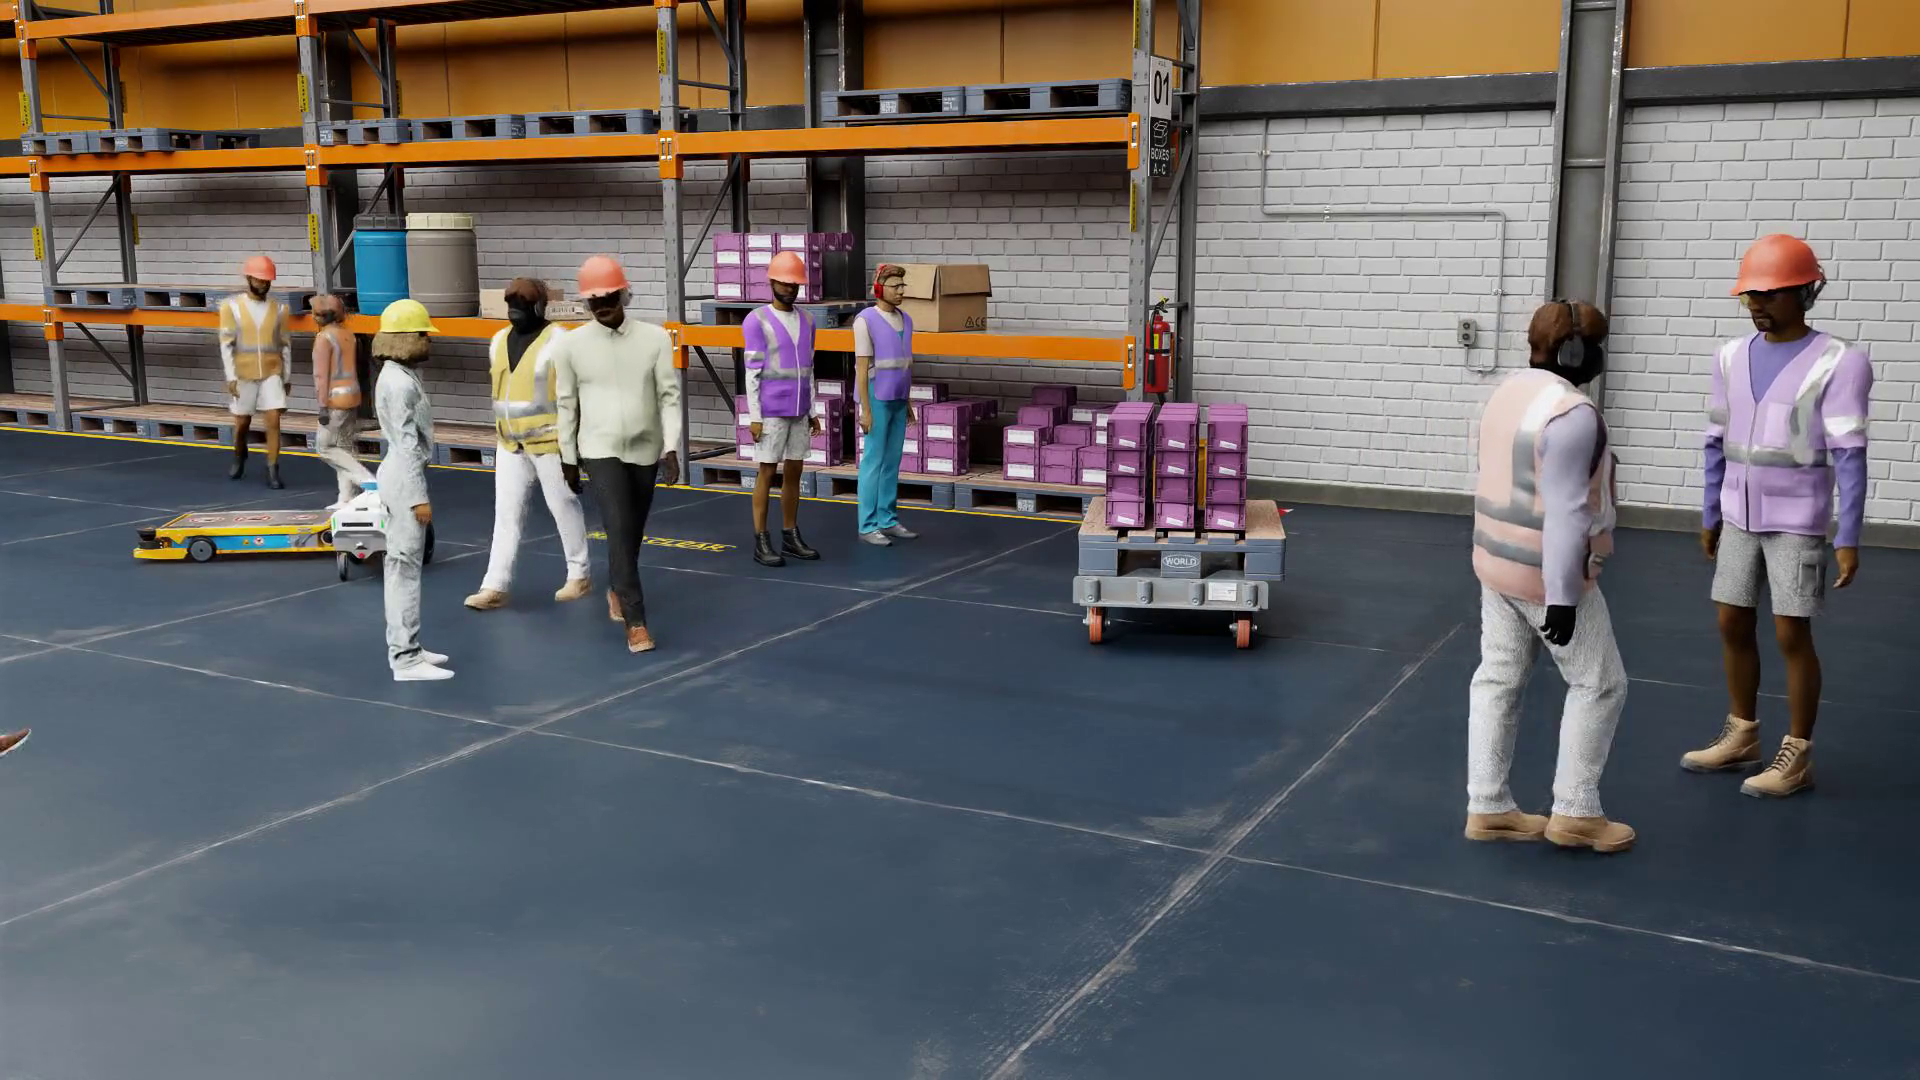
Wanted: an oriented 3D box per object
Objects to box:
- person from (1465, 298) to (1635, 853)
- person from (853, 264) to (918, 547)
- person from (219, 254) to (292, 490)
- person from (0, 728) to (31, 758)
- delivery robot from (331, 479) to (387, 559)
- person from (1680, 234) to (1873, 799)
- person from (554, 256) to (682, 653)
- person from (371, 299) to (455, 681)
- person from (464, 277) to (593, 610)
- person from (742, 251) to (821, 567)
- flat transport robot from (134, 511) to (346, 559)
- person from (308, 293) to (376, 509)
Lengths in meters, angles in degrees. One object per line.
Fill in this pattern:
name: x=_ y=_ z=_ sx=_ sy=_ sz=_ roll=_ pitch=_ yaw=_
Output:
person: x=2.010 y=0.125 z=5.474 sx=0.660 sy=1.821 sz=0.661 roll=-1 pitch=10 yaw=-6
person: x=-0.509 y=-0.893 z=11.006 sx=0.373 sy=1.843 sz=0.572 roll=6 pitch=12 yaw=30
person: x=-5.717 y=-1.371 z=13.502 sx=0.555 sy=1.897 sz=0.802 roll=-7 pitch=12 yaw=-32
person: x=-3.934 y=0.044 z=5.902 sx=0.964 sy=1.824 sz=0.559 roll=-3 pitch=11 yaw=-17
delivery robot: x=-3.533 y=-0.123 z=10.067 sx=0.477 sy=0.478 sz=0.707 roll=0 pitch=10 yaw=-2
person: x=2.942 y=-0.070 z=5.989 sx=0.413 sy=2.031 sz=0.711 roll=-5 pitch=11 yaw=-26
person: x=-1.740 y=-0.469 z=8.444 sx=0.601 sy=1.939 sz=1.034 roll=-4 pitch=11 yaw=-23
person: x=-2.523 y=-0.232 z=7.662 sx=0.312 sy=1.742 sz=0.492 roll=-4 pitch=11 yaw=-20
person: x=-2.357 y=-0.524 z=9.115 sx=0.643 sy=1.827 sz=0.693 roll=5 pitch=12 yaw=26
person: x=-1.074 y=-0.808 z=10.290 sx=0.374 sy=1.934 sz=0.548 roll=10 pitch=14 yaw=43
flat transport robot: x=-4.448 y=-0.047 z=10.687 sx=1.431 sy=0.197 sz=0.652 roll=-2 pitch=10 yaw=-8
person: x=-4.469 y=-0.978 z=12.073 sx=0.448 sy=1.621 sz=0.545 roll=1 pitch=10 yaw=6
